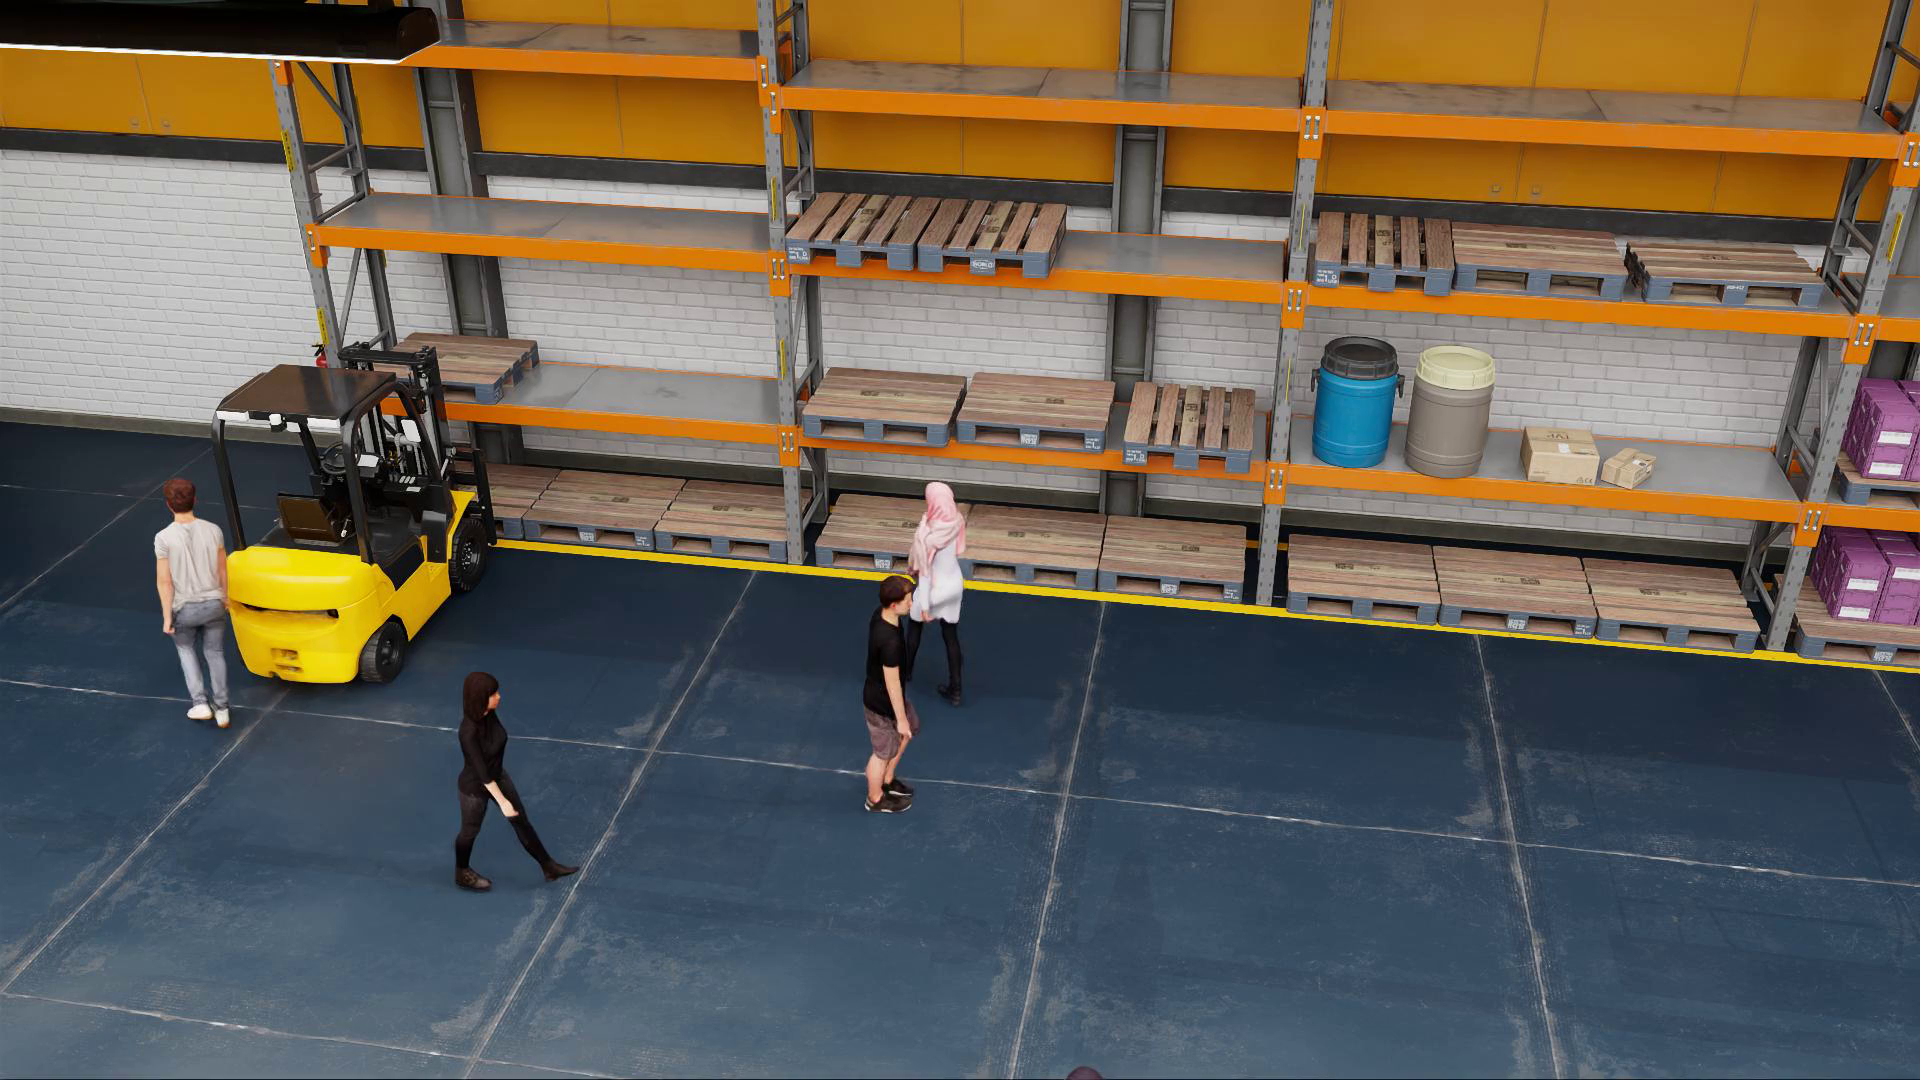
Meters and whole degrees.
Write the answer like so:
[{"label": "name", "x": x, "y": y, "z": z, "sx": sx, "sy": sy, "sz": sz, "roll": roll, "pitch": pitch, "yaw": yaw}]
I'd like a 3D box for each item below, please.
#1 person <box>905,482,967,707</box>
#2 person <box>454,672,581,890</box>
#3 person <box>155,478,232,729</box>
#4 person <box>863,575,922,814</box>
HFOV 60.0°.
[{"label": "person", "x": -0.092, "y": 0.418, "z": 12.138, "sx": 0.988, "sy": 1.781, "sz": 1.073, "roll": -22, "pitch": 35, "yaw": -34}, {"label": "person", "x": -3.032, "y": 1.530, "z": 10.291, "sx": 1.016, "sy": 1.599, "sz": 0.551, "roll": 5, "pitch": 29, "yaw": 9}, {"label": "person", "x": -5.405, "y": 0.518, "z": 11.885, "sx": 0.912, "sy": 1.849, "sz": 0.862, "roll": 24, "pitch": 37, "yaw": 37}, {"label": "person", "x": -0.580, "y": 1.031, "z": 10.948, "sx": 0.713, "sy": 1.846, "sz": 0.748, "roll": -2, "pitch": 29, "yaw": -4}]
